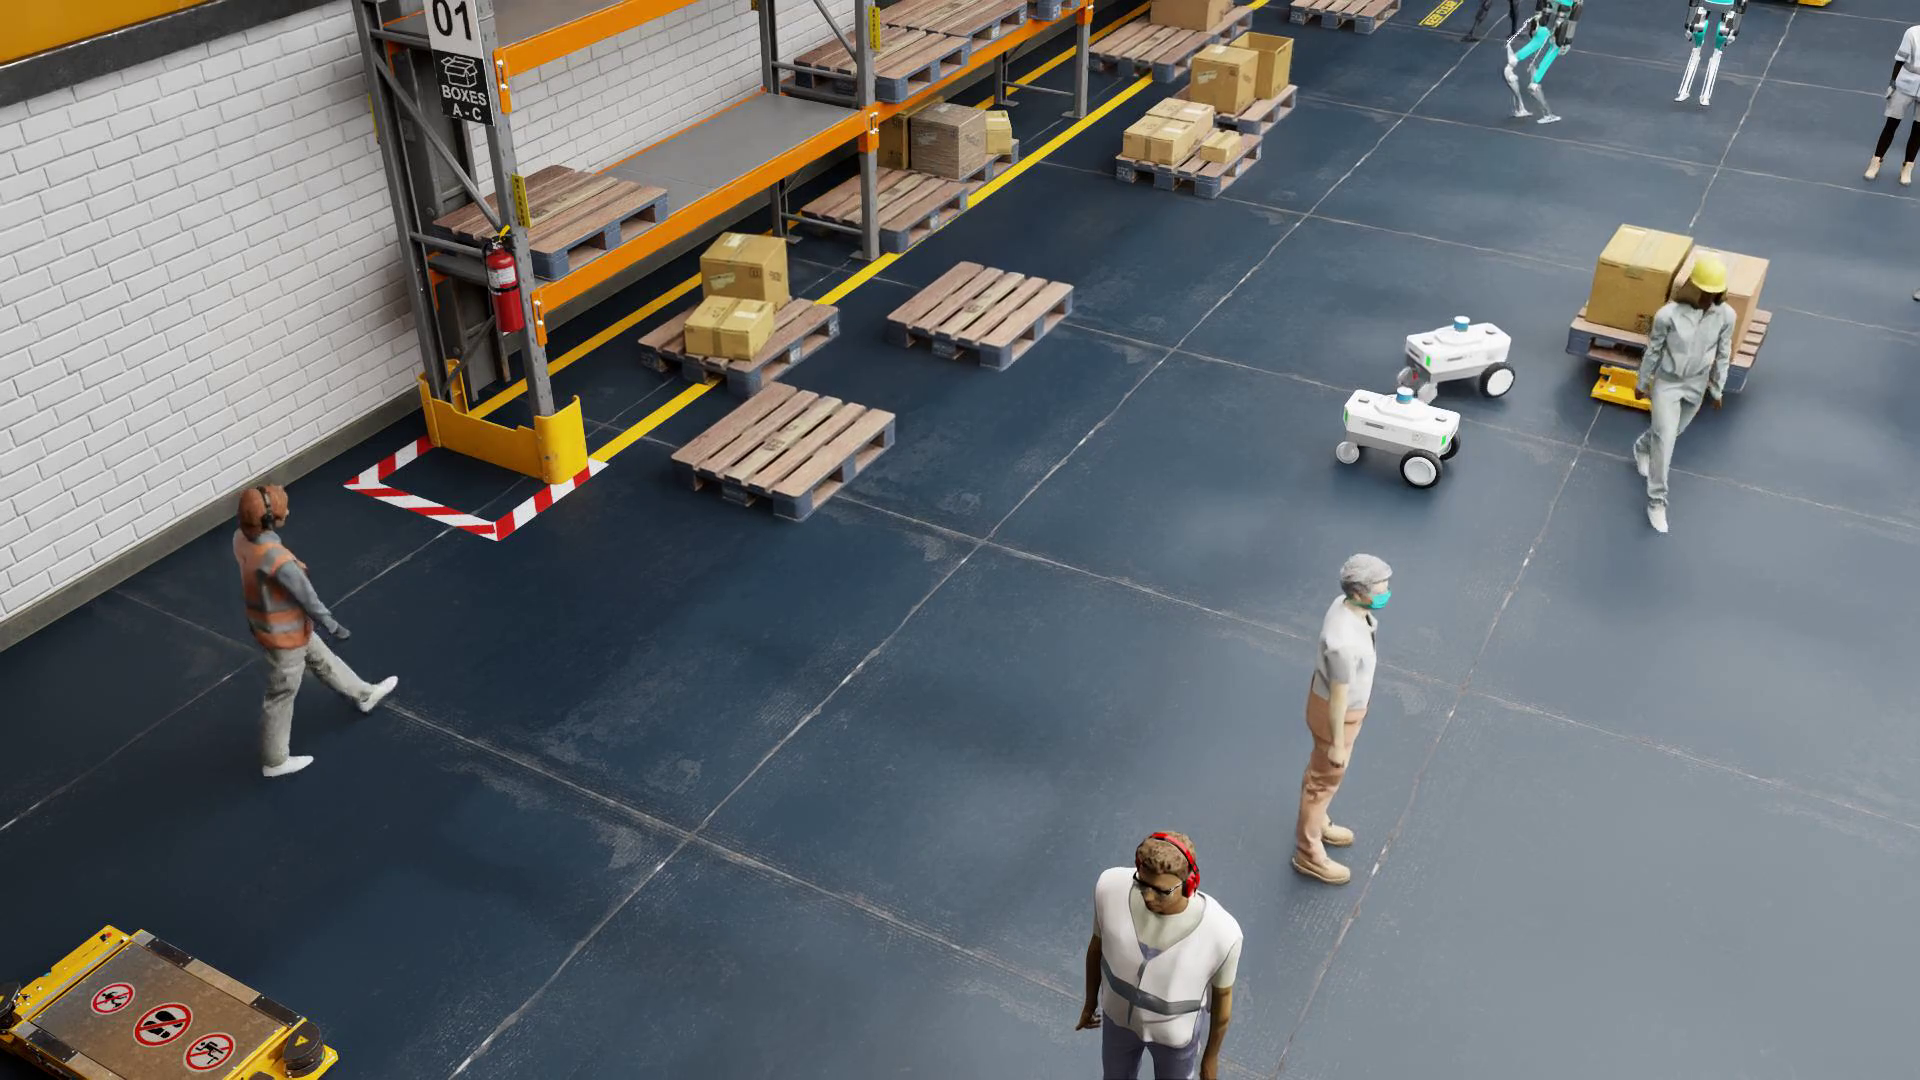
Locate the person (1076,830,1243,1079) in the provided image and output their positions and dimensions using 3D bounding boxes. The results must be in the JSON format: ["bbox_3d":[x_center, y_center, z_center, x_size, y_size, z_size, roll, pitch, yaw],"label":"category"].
[{"bbox_3d":[0.710,1.752,6.070,0.562,1.842,0.391,17,37,24],"label":"person"}]

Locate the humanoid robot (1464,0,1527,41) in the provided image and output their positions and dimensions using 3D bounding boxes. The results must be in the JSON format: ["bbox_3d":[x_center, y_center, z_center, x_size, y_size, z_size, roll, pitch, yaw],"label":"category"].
[{"bbox_3d":[6.113,-6.416,18.635,0.789,1.634,0.608,-15,36,-22],"label":"humanoid robot"}]

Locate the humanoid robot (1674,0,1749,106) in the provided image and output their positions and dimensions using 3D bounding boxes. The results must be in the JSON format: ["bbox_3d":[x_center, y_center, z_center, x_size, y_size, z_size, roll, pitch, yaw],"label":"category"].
[{"bbox_3d":[7.542,-5.209,16.577,0.533,1.677,0.735,17,37,24],"label":"humanoid robot"}]

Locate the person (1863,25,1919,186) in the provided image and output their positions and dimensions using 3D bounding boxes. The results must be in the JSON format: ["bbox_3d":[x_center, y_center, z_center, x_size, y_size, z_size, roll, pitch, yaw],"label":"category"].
[{"bbox_3d":[8.627,-4.048,14.976,0.532,1.697,0.319,17,37,24],"label":"person"}]

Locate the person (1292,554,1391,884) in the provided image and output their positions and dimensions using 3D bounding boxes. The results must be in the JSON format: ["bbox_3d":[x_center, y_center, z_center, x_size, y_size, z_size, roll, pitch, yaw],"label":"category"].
[{"bbox_3d":[1.735,0.799,7.598,0.304,1.744,0.491,9,35,14],"label":"person"}]

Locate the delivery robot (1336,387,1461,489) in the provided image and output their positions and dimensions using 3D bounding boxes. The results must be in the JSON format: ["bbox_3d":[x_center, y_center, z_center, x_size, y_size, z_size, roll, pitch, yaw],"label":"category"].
[{"bbox_3d":[2.899,-0.734,10.973,0.739,0.566,0.499,17,37,24],"label":"delivery robot"}]

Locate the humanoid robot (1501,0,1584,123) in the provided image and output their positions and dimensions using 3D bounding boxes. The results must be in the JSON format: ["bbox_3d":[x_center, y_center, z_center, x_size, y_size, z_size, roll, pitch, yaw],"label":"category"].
[{"bbox_3d":[5.664,-4.935,16.273,0.893,1.740,0.550,-17,37,-24],"label":"humanoid robot"}]

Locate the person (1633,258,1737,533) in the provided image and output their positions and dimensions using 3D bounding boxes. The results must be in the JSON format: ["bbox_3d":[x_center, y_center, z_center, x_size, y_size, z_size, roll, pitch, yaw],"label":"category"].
[{"bbox_3d":[4.467,-0.995,10.358,0.489,1.706,0.870,-1,33,-2],"label":"person"}]

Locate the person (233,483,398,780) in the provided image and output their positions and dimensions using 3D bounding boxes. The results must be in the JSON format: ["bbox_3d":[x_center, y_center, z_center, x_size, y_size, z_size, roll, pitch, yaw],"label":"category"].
[{"bbox_3d":[-3.278,0.417,8.309,0.866,1.595,0.495,-24,41,-32],"label":"person"}]

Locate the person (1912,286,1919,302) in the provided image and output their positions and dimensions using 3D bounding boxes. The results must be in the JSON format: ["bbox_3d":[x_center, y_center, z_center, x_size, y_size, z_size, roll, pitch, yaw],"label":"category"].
[{"bbox_3d":[7.873,-2.690,12.788,0.562,1.846,0.391,17,37,24],"label":"person"}]

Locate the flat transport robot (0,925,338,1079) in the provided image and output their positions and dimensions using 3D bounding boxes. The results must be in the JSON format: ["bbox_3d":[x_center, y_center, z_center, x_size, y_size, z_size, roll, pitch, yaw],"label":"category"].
[{"bbox_3d":[-3.387,2.085,6.994,1.431,0.231,0.659,17,37,24],"label":"flat transport robot"}]

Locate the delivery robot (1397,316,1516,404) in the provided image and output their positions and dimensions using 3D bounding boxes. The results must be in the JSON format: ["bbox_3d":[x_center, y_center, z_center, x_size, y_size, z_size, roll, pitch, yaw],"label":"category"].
[{"bbox_3d":[3.556,-1.309,11.866,0.768,0.591,0.499,-10,35,-15],"label":"delivery robot"}]

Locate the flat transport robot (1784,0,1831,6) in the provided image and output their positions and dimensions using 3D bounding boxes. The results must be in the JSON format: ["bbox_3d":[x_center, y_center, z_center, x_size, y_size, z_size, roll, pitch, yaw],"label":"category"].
[{"bbox_3d":[10.043,-6.866,20.535,1.431,0.231,0.659,25,41,33],"label":"flat transport robot"}]

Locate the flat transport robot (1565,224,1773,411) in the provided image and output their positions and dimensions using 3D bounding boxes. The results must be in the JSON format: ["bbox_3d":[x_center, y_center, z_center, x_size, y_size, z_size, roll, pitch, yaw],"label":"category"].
[{"bbox_3d":[5.128,-1.317,12.140,0.659,0.231,1.431,19,38,26],"label":"flat transport robot"}]
